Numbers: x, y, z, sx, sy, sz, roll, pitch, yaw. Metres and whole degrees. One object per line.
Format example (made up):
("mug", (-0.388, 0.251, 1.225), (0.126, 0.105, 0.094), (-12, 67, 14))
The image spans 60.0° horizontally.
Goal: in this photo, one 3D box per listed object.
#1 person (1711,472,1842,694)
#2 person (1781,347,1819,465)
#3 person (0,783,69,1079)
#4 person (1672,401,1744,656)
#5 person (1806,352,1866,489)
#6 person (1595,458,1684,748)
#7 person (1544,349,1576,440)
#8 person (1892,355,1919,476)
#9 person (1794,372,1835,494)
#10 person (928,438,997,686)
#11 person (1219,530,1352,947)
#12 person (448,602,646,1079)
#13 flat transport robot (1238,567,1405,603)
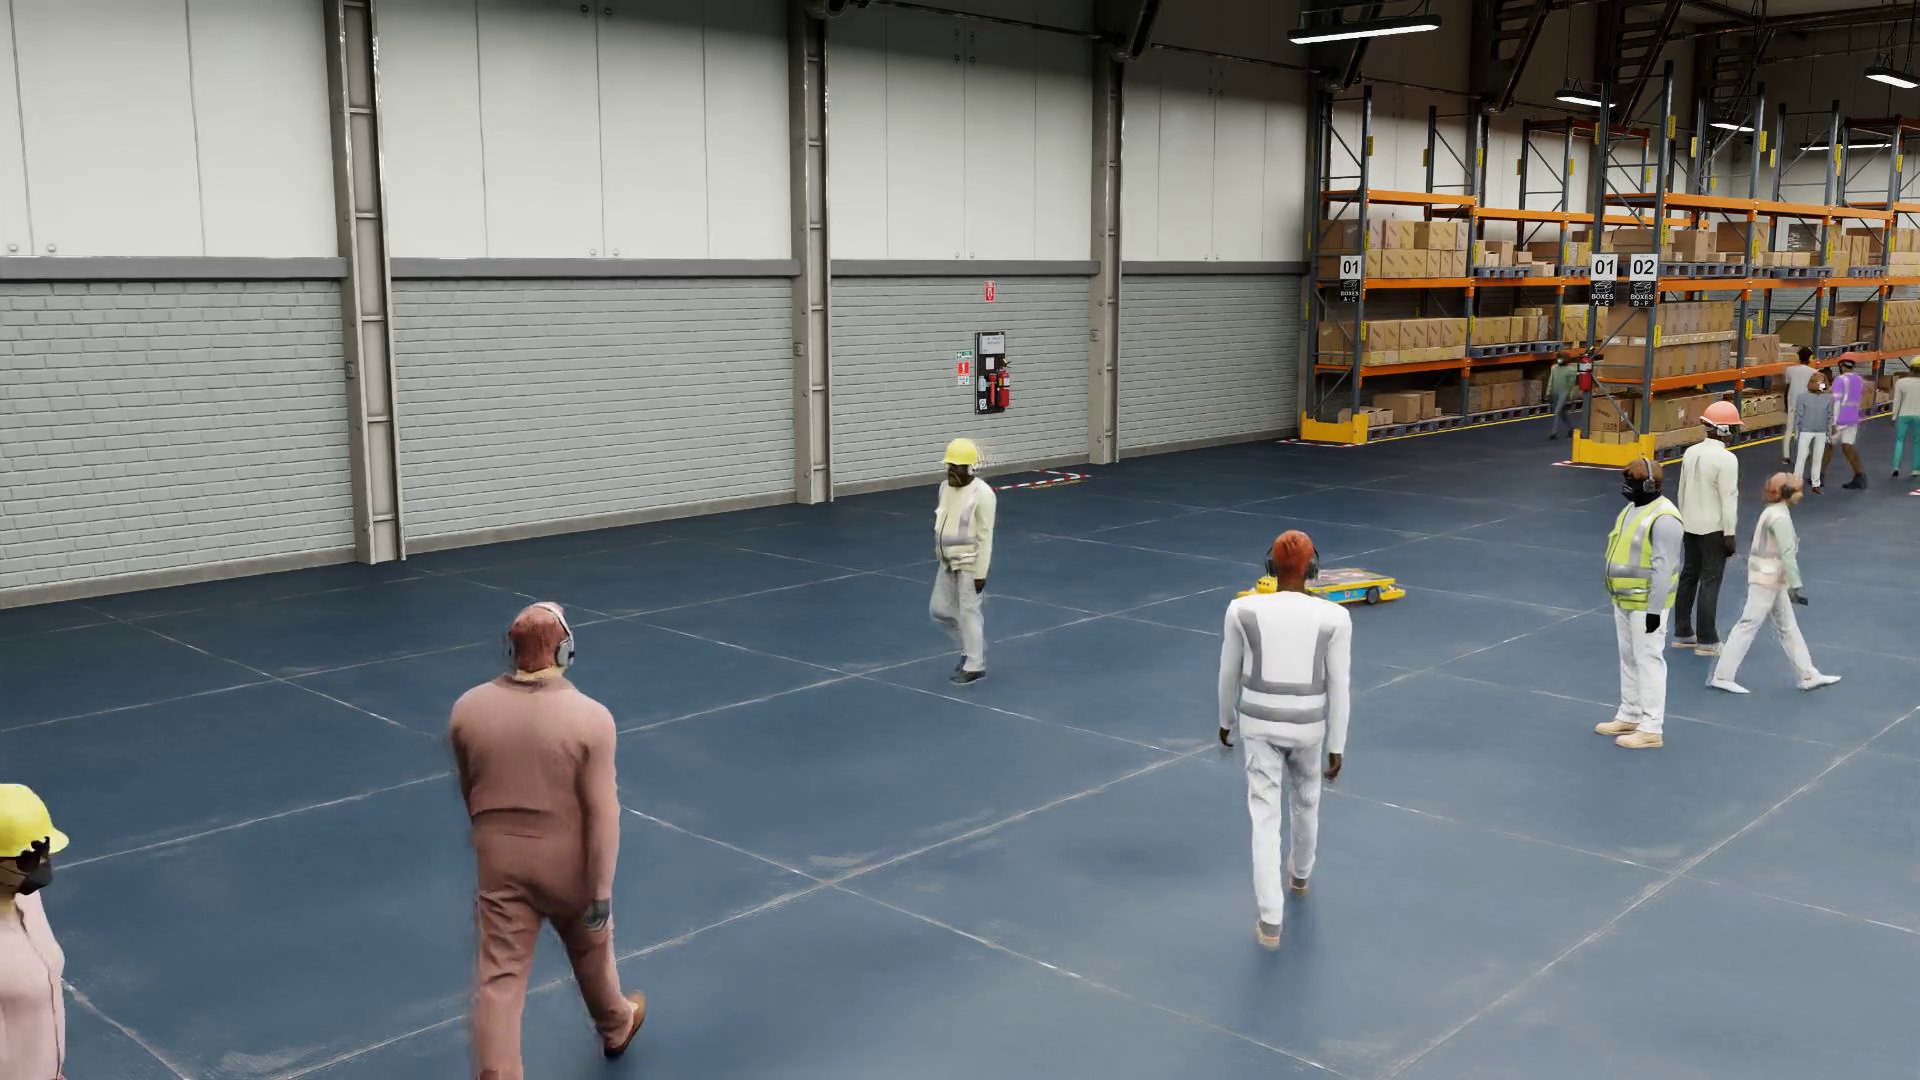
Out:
("person", (5.795, 0.324, 11.747), (0.871, 1.593, 0.531), (4, 10, 22))
("person", (12.944, -2.069, 25.648), (0.512, 1.823, 0.980), (7, 12, 38))
("person", (-2.390, 1.469, 4.277), (0.368, 1.753, 0.549), (-2, 10, -12))
("person", (5.898, -0.096, 13.073), (0.396, 1.993, 0.617), (-2, 9, -10))
("person", (12.132, -1.635, 22.846), (0.621, 1.878, 0.812), (-4, 10, -24))
("person", (4.328, 0.393, 10.604), (0.429, 1.838, 0.629), (0, 9, -1))
("person", (10.655, -2.570, 29.365), (0.806, 1.604, 0.493), (-5, 10, -26))
("person", (13.844, -1.793, 24.161), (0.531, 1.778, 0.329), (7, 12, 37))
("person", (11.431, -1.427, 22.280), (0.505, 1.635, 0.277), (1, 9, 7))
("person", (0.023, 0.161, 12.051), (0.417, 1.812, 0.616), (-7, 11, -35))
("person", (1.492, 0.860, 7.723), (0.583, 1.836, 0.968), (1, 9, 8))
("person", (-1.474, 1.136, 6.002), (0.649, 1.853, 1.008), (2, 9, 9))
("flat transport robot", (3.280, 0.439, 15.060), (1.431, 0.197, 0.652), (-6, 11, -30))
